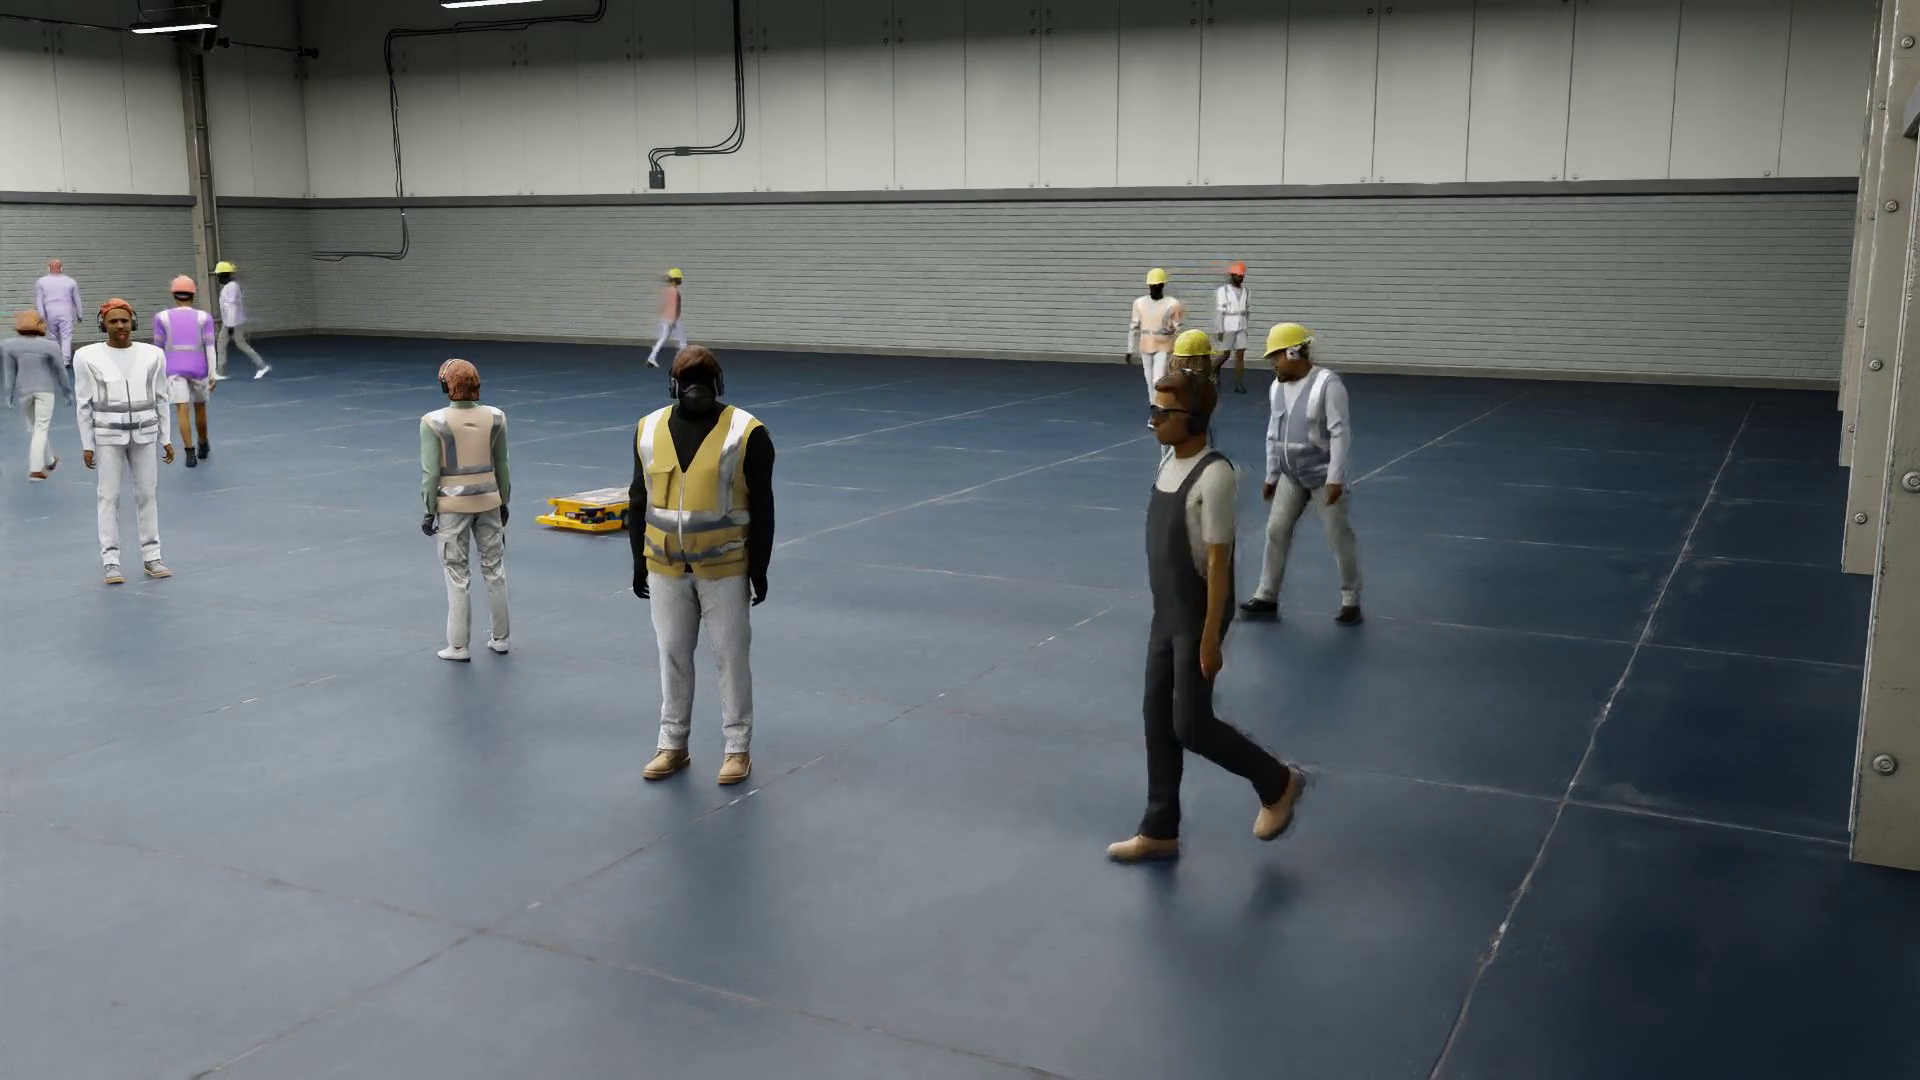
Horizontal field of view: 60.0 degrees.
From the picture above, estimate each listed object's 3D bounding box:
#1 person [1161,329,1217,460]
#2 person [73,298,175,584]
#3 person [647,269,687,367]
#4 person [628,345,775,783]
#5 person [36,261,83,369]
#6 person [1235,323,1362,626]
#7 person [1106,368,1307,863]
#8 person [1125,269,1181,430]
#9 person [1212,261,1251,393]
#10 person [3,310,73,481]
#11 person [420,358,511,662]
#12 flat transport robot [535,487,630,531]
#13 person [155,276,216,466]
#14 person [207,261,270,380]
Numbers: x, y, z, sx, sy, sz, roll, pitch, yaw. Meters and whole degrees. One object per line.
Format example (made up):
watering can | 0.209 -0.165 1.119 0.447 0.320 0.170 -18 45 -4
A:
person | 1.367 -0.377 9.913 0.295 1.744 0.484 -4 11 -20
person | -5.547 -0.661 11.079 0.575 1.882 0.361 -9 13 -39
person | -5.044 -3.856 28.946 0.904 1.725 0.539 -5 12 -28
person | -1.099 0.108 6.995 0.634 1.843 0.429 2 11 12
person | -15.597 -3.905 28.842 0.676 1.851 1.004 -5 11 -24
person | 2.037 -0.379 9.825 0.726 1.774 0.637 -7 13 -34
person | 0.901 0.288 6.052 0.661 1.833 0.506 -3 11 -16
person | 2.263 -2.243 19.677 0.598 1.894 0.863 6 12 29
person | 3.999 -3.124 24.407 0.556 1.923 0.720 -4 11 -19
person | -8.738 -1.382 15.809 0.526 1.581 0.860 -1 10 -7
person | -2.666 -0.159 9.004 0.524 1.639 0.306 -10 15 -44
flat transport robot | -2.667 -0.288 13.440 0.652 0.197 1.431 7 12 34
person | -7.807 -1.709 16.810 0.557 1.886 0.990 -4 11 -23
person | -11.556 -3.494 26.528 0.928 1.893 0.600 -8 13 -36
